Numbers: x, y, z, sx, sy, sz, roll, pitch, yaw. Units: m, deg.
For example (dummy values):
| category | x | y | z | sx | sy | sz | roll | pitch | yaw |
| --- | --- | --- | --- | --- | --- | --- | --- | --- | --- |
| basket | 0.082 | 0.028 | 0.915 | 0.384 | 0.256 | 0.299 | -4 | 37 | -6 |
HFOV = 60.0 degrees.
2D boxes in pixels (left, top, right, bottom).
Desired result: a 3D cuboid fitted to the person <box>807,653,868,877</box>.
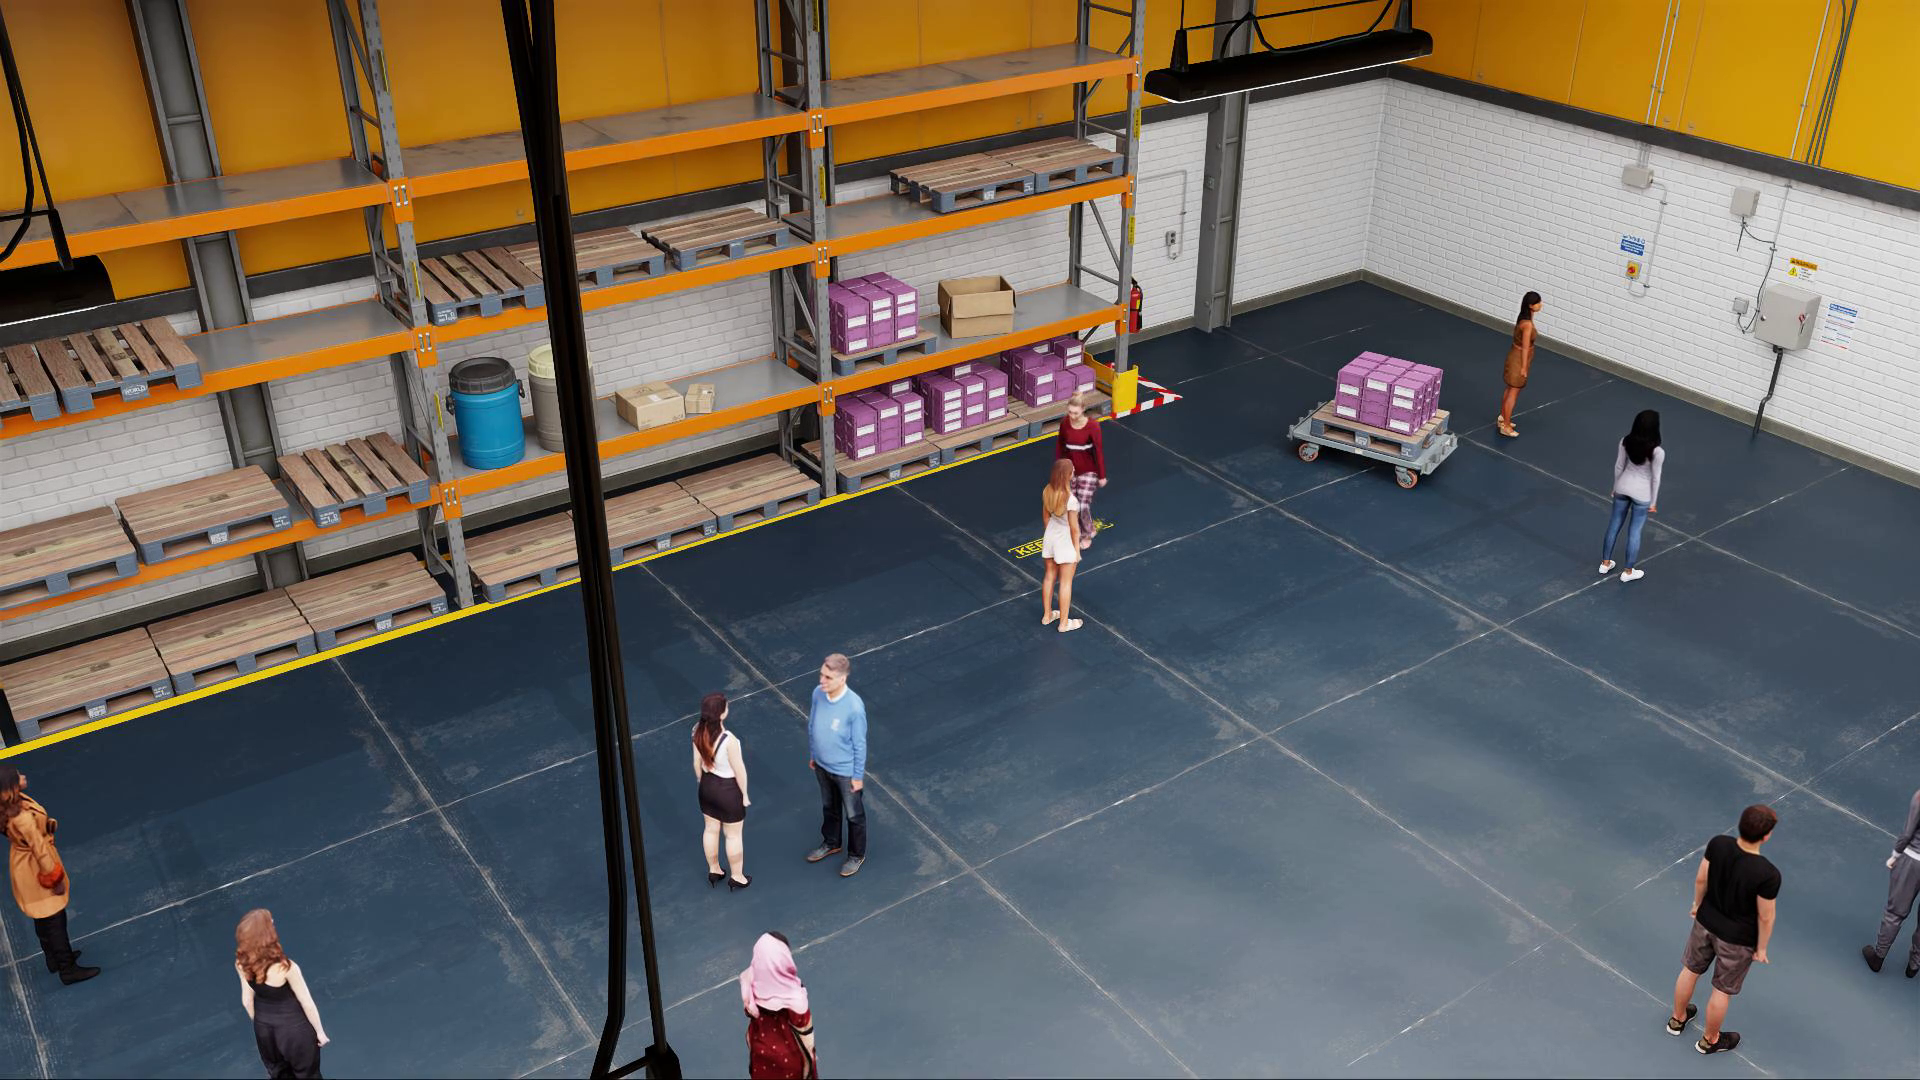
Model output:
| category | x | y | z | sx | sy | sz | roll | pitch | yaw |
| --- | --- | --- | --- | --- | --- | --- | --- | --- | --- |
| person | -0.875 | 1.590 | 12.040 | 0.717 | 1.820 | 0.681 | 20 | 35 | 32 |

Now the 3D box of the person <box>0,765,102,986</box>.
| category | x | y | z | sx | sy | sz | roll | pitch | yaw |
| --- | --- | --- | --- | --- | --- | --- | --- | --- | --- |
| person | -6.113 | 2.203 | 11.022 | 0.735 | 1.719 | 0.673 | 23 | 36 | 36 |

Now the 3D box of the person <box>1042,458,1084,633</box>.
| category | x | y | z | sx | sy | sz | roll | pitch | yaw |
| --- | --- | --- | --- | --- | --- | --- | --- | --- | --- |
| person | 0.903 | 0.034 | 15.021 | 0.576 | 1.697 | 0.581 | -22 | 36 | -35 |

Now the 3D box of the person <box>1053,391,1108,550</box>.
| category | x | y | z | sx | sy | sz | roll | pitch | yaw |
| --- | --- | --- | --- | --- | --- | --- | --- | --- | --- |
| person | 1.227 | -0.703 | 16.375 | 0.775 | 1.694 | 0.782 | 15 | 32 | 26 |

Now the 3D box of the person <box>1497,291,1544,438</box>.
| category | x | y | z | sx | sy | sz | roll | pitch | yaw |
| --- | --- | --- | --- | --- | --- | --- | --- | --- | --- |
| person | 6.314 | -2.001 | 18.761 | 0.698 | 1.689 | 0.632 | 5 | 29 | 10 |

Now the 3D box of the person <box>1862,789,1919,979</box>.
| category | x | y | z | sx | sy | sz | roll | pitch | yaw |
| --- | --- | --- | --- | --- | --- | --- | --- | --- | --- |
| person | 6.413 | 2.158 | 11.042 | 0.658 | 1.780 | 0.683 | 9 | 30 | 16 |

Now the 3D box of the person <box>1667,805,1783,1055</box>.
| category | x | y | z | sx | sy | sz | roll | pitch | yaw |
| --- | --- | --- | --- | --- | --- | --- | --- | --- | --- |
| person | 4.812 | 2.425 | 10.466 | 0.557 | 1.861 | 0.687 | -17 | 33 | -29 |

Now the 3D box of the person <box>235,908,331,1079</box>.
| category | x | y | z | sx | sy | sz | roll | pitch | yaw |
| --- | --- | --- | --- | --- | --- | --- | --- | --- | --- |
| person | -3.983 | 2.871 | 9.768 | 0.657 | 1.747 | 0.724 | 4 | 29 | 7 |

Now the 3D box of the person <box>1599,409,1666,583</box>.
| category | x | y | z | sx | sy | sz | roll | pitch | yaw |
| --- | --- | --- | --- | --- | --- | --- | --- | --- | --- |
| person | 6.406 | -0.433 | 15.838 | 0.536 | 1.735 | 0.617 | -21 | 35 | -33 |

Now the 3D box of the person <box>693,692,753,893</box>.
| category | x | y | z | sx | sy | sz | roll | pitch | yaw |
| --- | --- | --- | --- | --- | --- | --- | --- | --- | --- |
| person | -1.703 | 1.792 | 11.849 | 0.641 | 1.648 | 0.654 | 13 | 31 | 22 |

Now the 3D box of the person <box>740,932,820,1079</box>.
| category | x | y | z | sx | sy | sz | roll | pitch | yaw |
| --- | --- | --- | --- | --- | --- | --- | --- | --- | --- |
| person | -1.049 | 2.945 | 9.747 | 0.746 | 1.638 | 0.732 | 17 | 33 | 29 |
